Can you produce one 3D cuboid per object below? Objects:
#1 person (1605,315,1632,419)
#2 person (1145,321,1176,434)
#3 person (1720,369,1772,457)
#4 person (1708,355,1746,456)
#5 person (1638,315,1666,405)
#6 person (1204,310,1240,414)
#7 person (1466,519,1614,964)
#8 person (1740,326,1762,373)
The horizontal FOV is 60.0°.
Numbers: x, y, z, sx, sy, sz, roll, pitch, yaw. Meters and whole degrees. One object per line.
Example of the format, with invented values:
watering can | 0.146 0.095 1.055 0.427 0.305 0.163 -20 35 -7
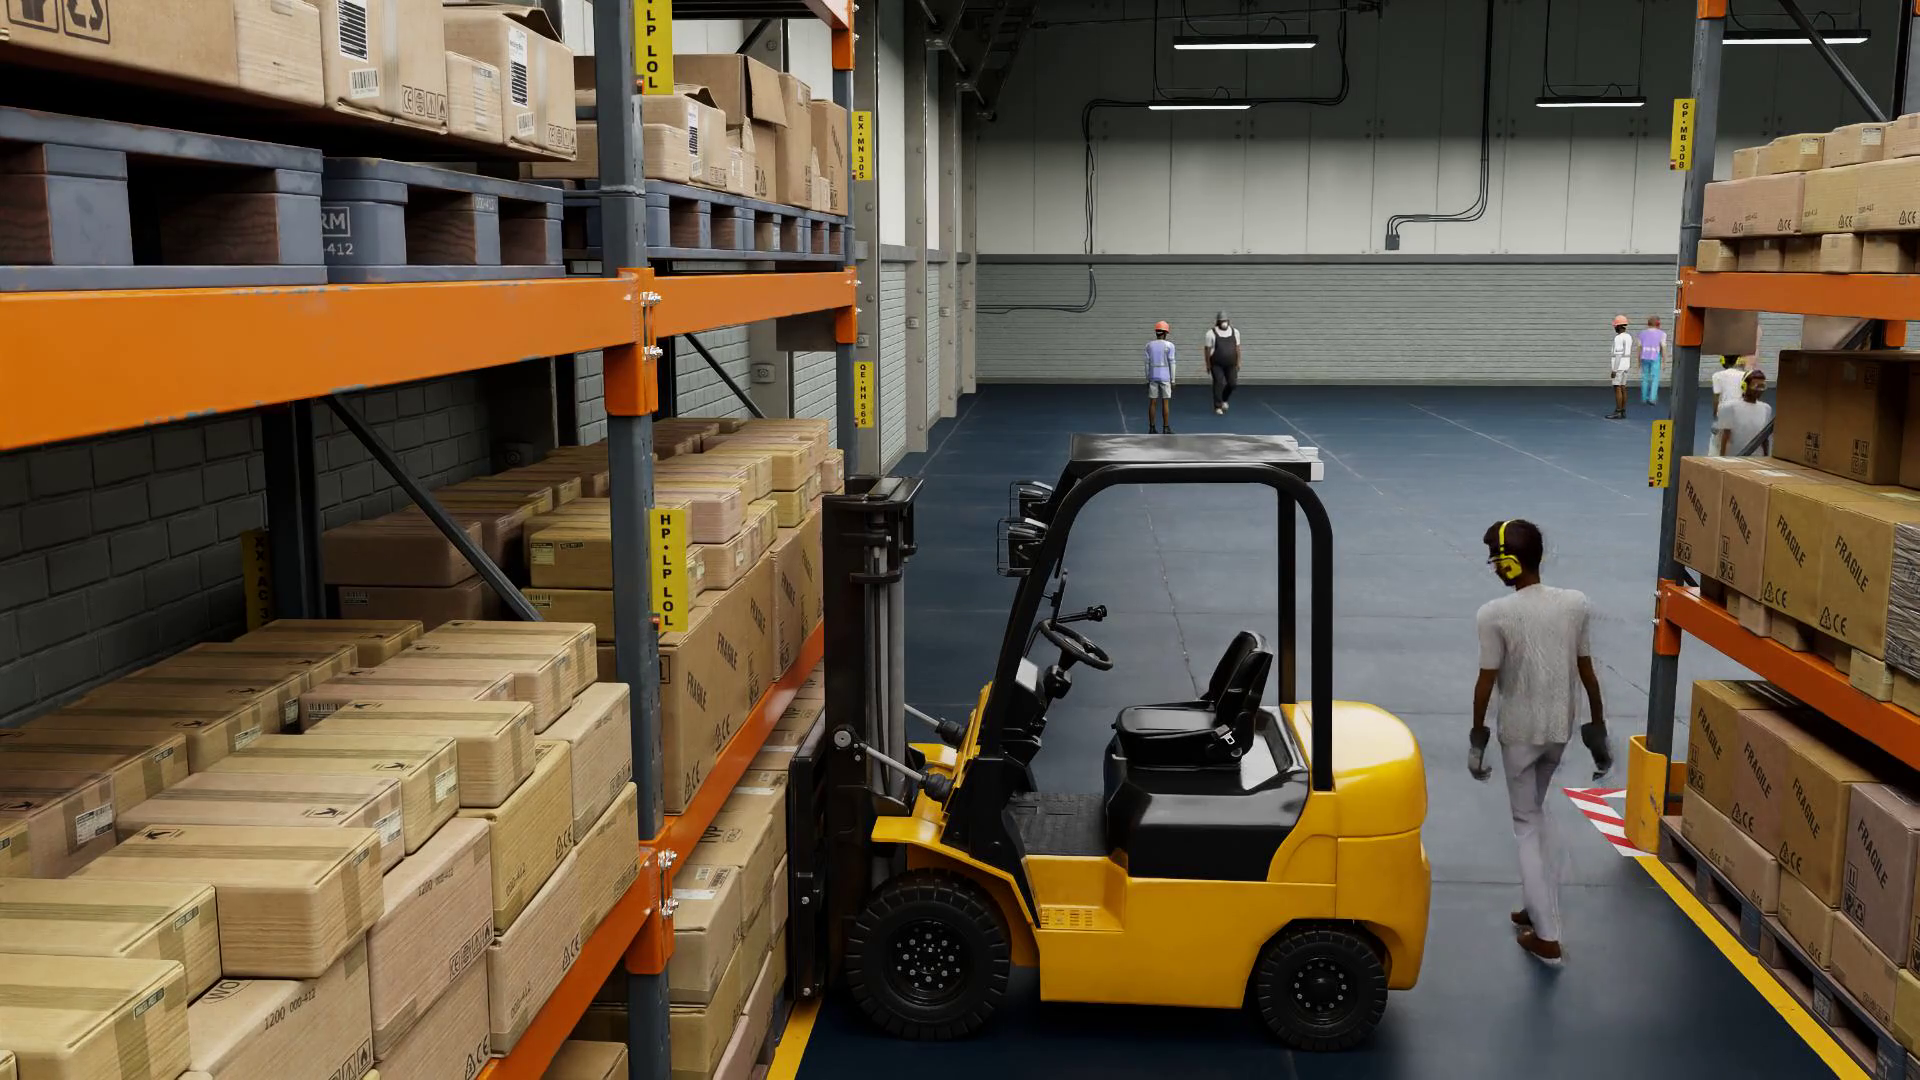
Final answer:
person | 12.311 -3.223 31.090 0.363 1.934 0.553 8 13 42
person | 3.393 -2.730 28.108 0.543 1.934 0.362 5 11 29
person | 7.731 -0.758 16.397 0.588 1.864 0.553 0 9 -3
person | 9.939 -1.571 21.436 0.532 1.831 0.957 -1 9 -6
person | 14.243 -3.701 34.278 0.568 1.851 0.403 9 13 44
person | 5.071 -3.441 32.092 0.700 2.000 0.593 -2 9 -9
person | 2.364 0.813 6.939 0.595 1.832 0.629 -2 10 -13
person | 16.296 -3.753 34.402 0.661 1.906 0.402 -9 13 -44
